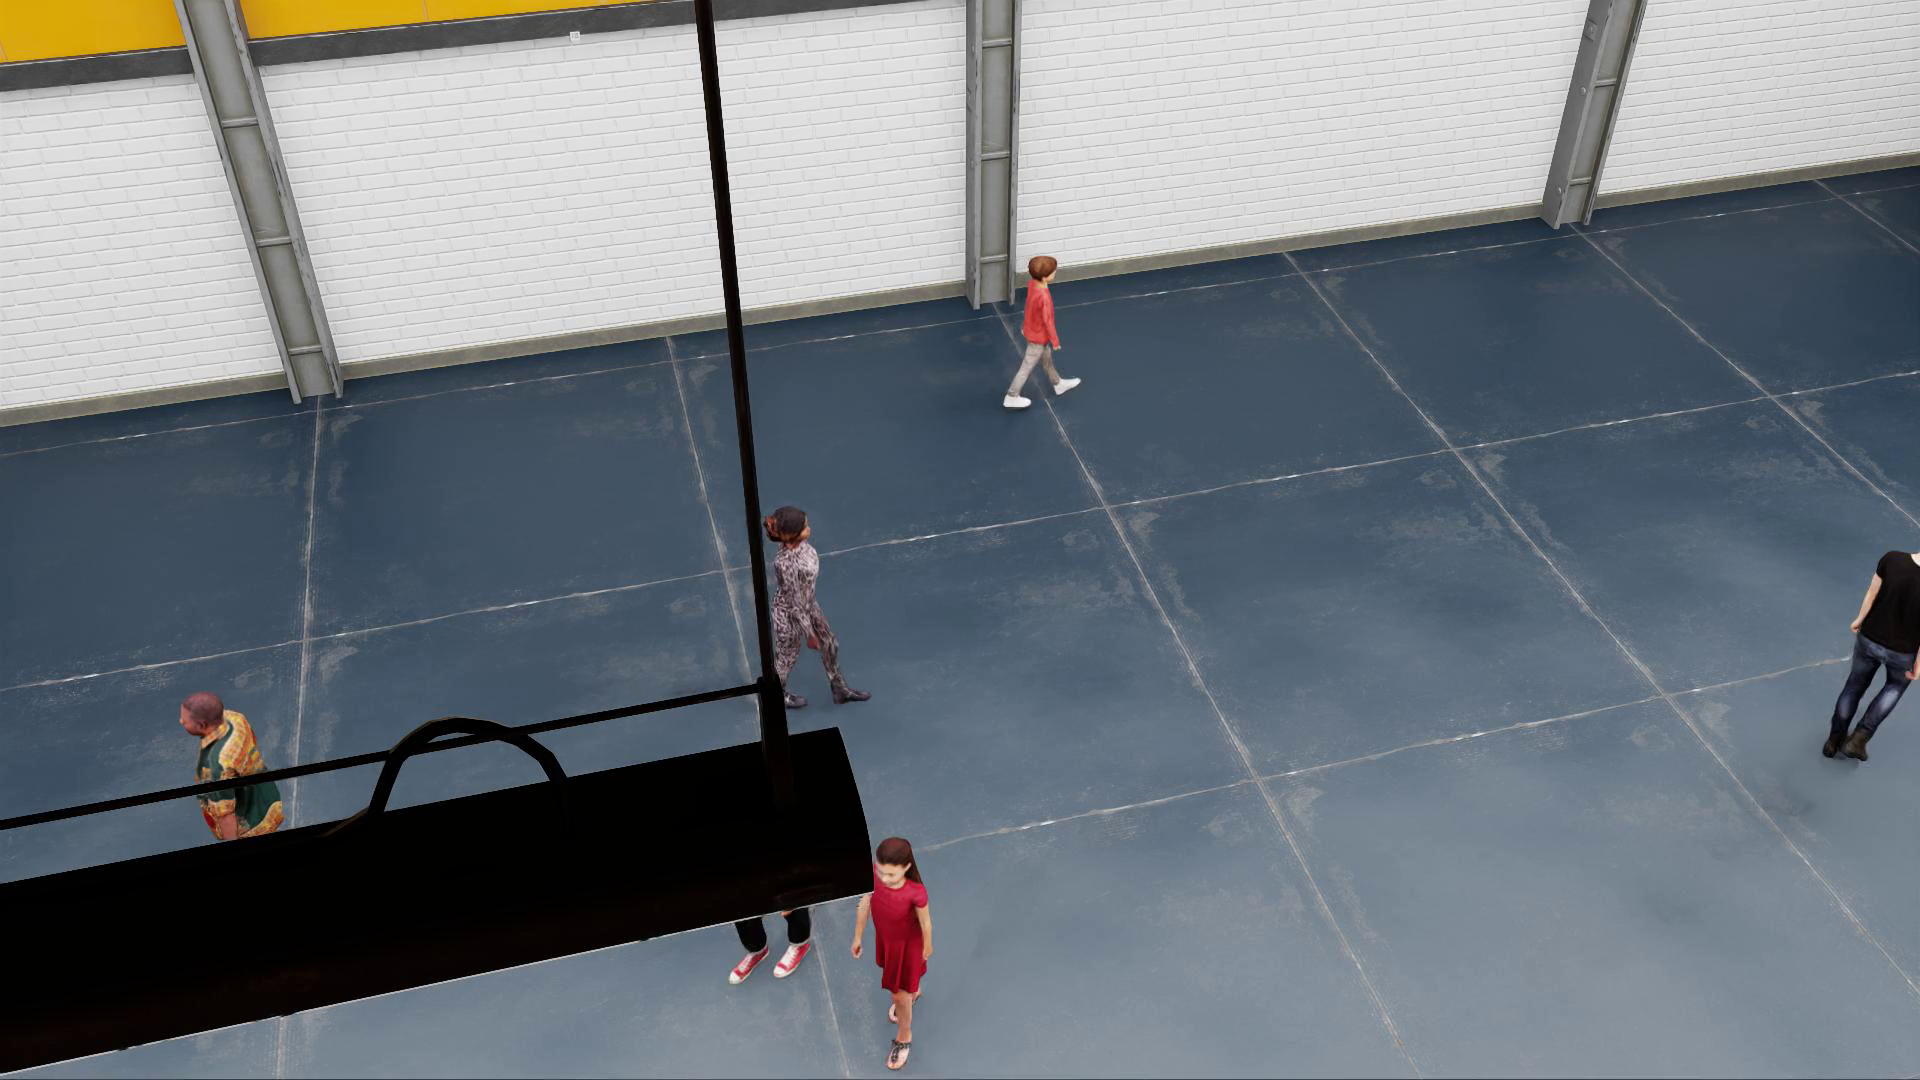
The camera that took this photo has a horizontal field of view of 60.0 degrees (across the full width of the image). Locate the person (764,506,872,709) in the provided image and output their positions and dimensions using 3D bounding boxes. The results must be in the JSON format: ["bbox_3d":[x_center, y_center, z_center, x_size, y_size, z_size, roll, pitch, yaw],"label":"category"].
[{"bbox_3d":[-1.145,0.473,10.739,1.005,1.694,0.819,5,39,7],"label":"person"}]

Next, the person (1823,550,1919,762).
[{"bbox_3d":[5.733,0.673,10.336,0.833,1.885,0.800,-29,47,-31],"label":"person"}]

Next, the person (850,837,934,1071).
[{"bbox_3d":[-0.291,2.051,8.893,0.802,1.533,0.870,23,44,26],"label":"person"}]

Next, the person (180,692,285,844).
[{"bbox_3d":[-3.931,1.536,9.343,1.153,1.775,0.701,-8,39,-10],"label":"person"}]

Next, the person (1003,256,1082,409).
[{"bbox_3d":[0.569,-1.681,13.688,0.913,1.381,0.528,-9,40,-11],"label":"person"}]
